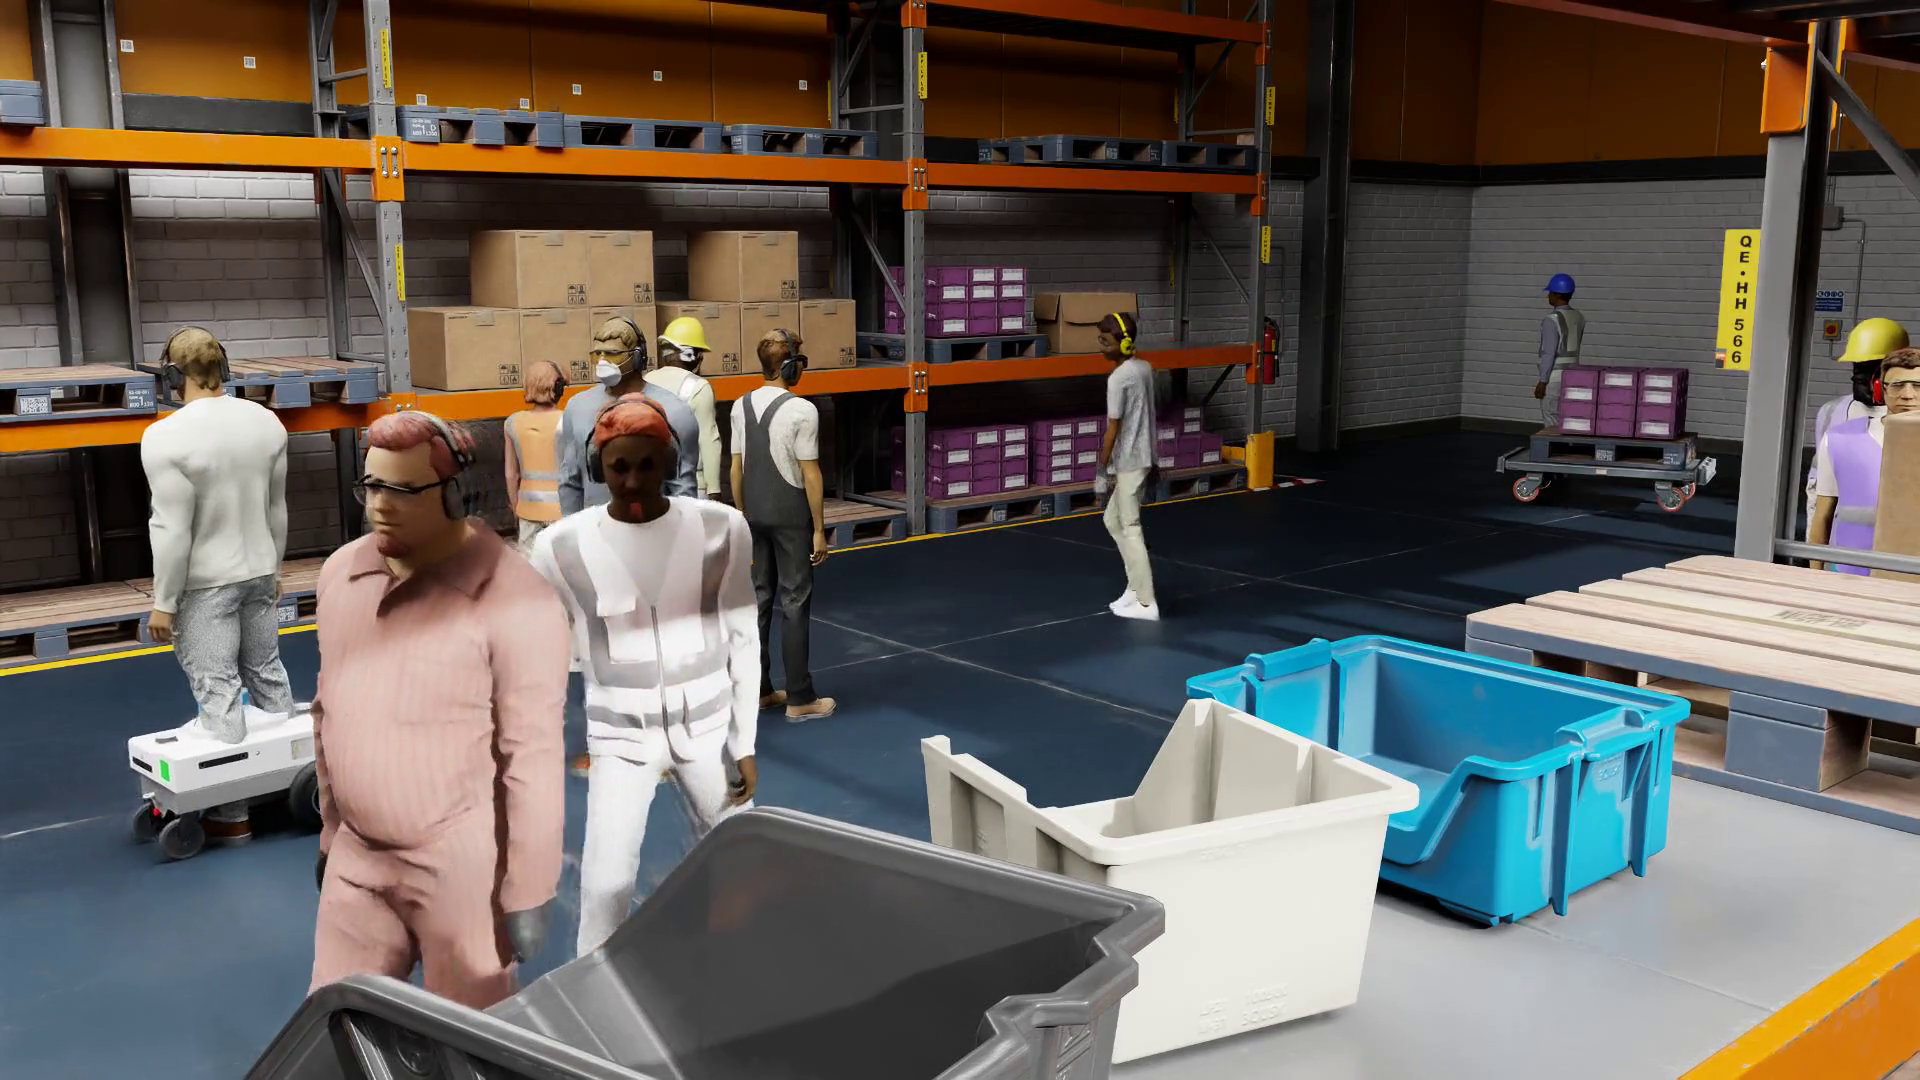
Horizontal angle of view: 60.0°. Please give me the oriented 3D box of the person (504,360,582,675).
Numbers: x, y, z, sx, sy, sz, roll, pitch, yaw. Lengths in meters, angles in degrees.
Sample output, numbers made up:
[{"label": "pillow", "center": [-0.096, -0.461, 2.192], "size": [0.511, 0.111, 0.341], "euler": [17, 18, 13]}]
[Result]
[{"label": "person", "center": [-2.116, -0.109, 8.632], "size": [0.511, 1.638, 0.308], "euler": [3, 11, 18]}]

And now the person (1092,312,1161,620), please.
[{"label": "person", "center": [0.963, -0.425, 9.826], "size": [0.533, 1.837, 0.566], "euler": [5, 11, 28]}]

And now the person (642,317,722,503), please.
[{"label": "person", "center": [-1.562, -0.340, 9.407], "size": [0.600, 1.820, 0.404], "euler": [7, 12, 35]}]

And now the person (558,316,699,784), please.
[{"label": "person", "center": [-1.381, 0.047, 6.912], "size": [0.632, 1.940, 0.372], "euler": [3, 11, 18]}]

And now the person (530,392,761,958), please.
[{"label": "person", "center": [-0.768, 0.530, 4.440], "size": [0.807, 1.862, 0.543], "euler": [-3, 10, -15]}]

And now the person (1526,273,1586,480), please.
[{"label": "person", "center": [5.669, -1.542, 15.779], "size": [0.605, 1.951, 0.380], "euler": [-9, 14, -42]}]

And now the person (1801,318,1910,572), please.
[{"label": "person", "center": [3.837, 0.027, 7.055], "size": [0.388, 1.927, 0.589], "euler": [-5, 11, -26]}]

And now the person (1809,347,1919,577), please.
[{"label": "person", "center": [3.600, 0.173, 6.465], "size": [0.565, 1.846, 0.390], "euler": [4, 11, 19]}]

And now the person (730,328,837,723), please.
[{"label": "person", "center": [-0.838, -0.067, 7.810], "size": [0.521, 1.844, 0.331], "euler": [7, 12, 34]}]

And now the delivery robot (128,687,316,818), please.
[{"label": "delivery robot", "center": [-2.736, 0.802, 6.299], "size": [0.477, 0.478, 0.707], "euler": [9, 14, 43]}]

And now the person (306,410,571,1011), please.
[{"label": "person", "center": [-1.125, 0.662, 3.574], "size": [0.674, 1.893, 0.443], "euler": [5, 11, 24]}]

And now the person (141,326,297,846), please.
[{"label": "person", "center": [-2.760, 0.175, 6.210], "size": [0.371, 1.935, 0.627], "euler": [4, 11, 21]}]
